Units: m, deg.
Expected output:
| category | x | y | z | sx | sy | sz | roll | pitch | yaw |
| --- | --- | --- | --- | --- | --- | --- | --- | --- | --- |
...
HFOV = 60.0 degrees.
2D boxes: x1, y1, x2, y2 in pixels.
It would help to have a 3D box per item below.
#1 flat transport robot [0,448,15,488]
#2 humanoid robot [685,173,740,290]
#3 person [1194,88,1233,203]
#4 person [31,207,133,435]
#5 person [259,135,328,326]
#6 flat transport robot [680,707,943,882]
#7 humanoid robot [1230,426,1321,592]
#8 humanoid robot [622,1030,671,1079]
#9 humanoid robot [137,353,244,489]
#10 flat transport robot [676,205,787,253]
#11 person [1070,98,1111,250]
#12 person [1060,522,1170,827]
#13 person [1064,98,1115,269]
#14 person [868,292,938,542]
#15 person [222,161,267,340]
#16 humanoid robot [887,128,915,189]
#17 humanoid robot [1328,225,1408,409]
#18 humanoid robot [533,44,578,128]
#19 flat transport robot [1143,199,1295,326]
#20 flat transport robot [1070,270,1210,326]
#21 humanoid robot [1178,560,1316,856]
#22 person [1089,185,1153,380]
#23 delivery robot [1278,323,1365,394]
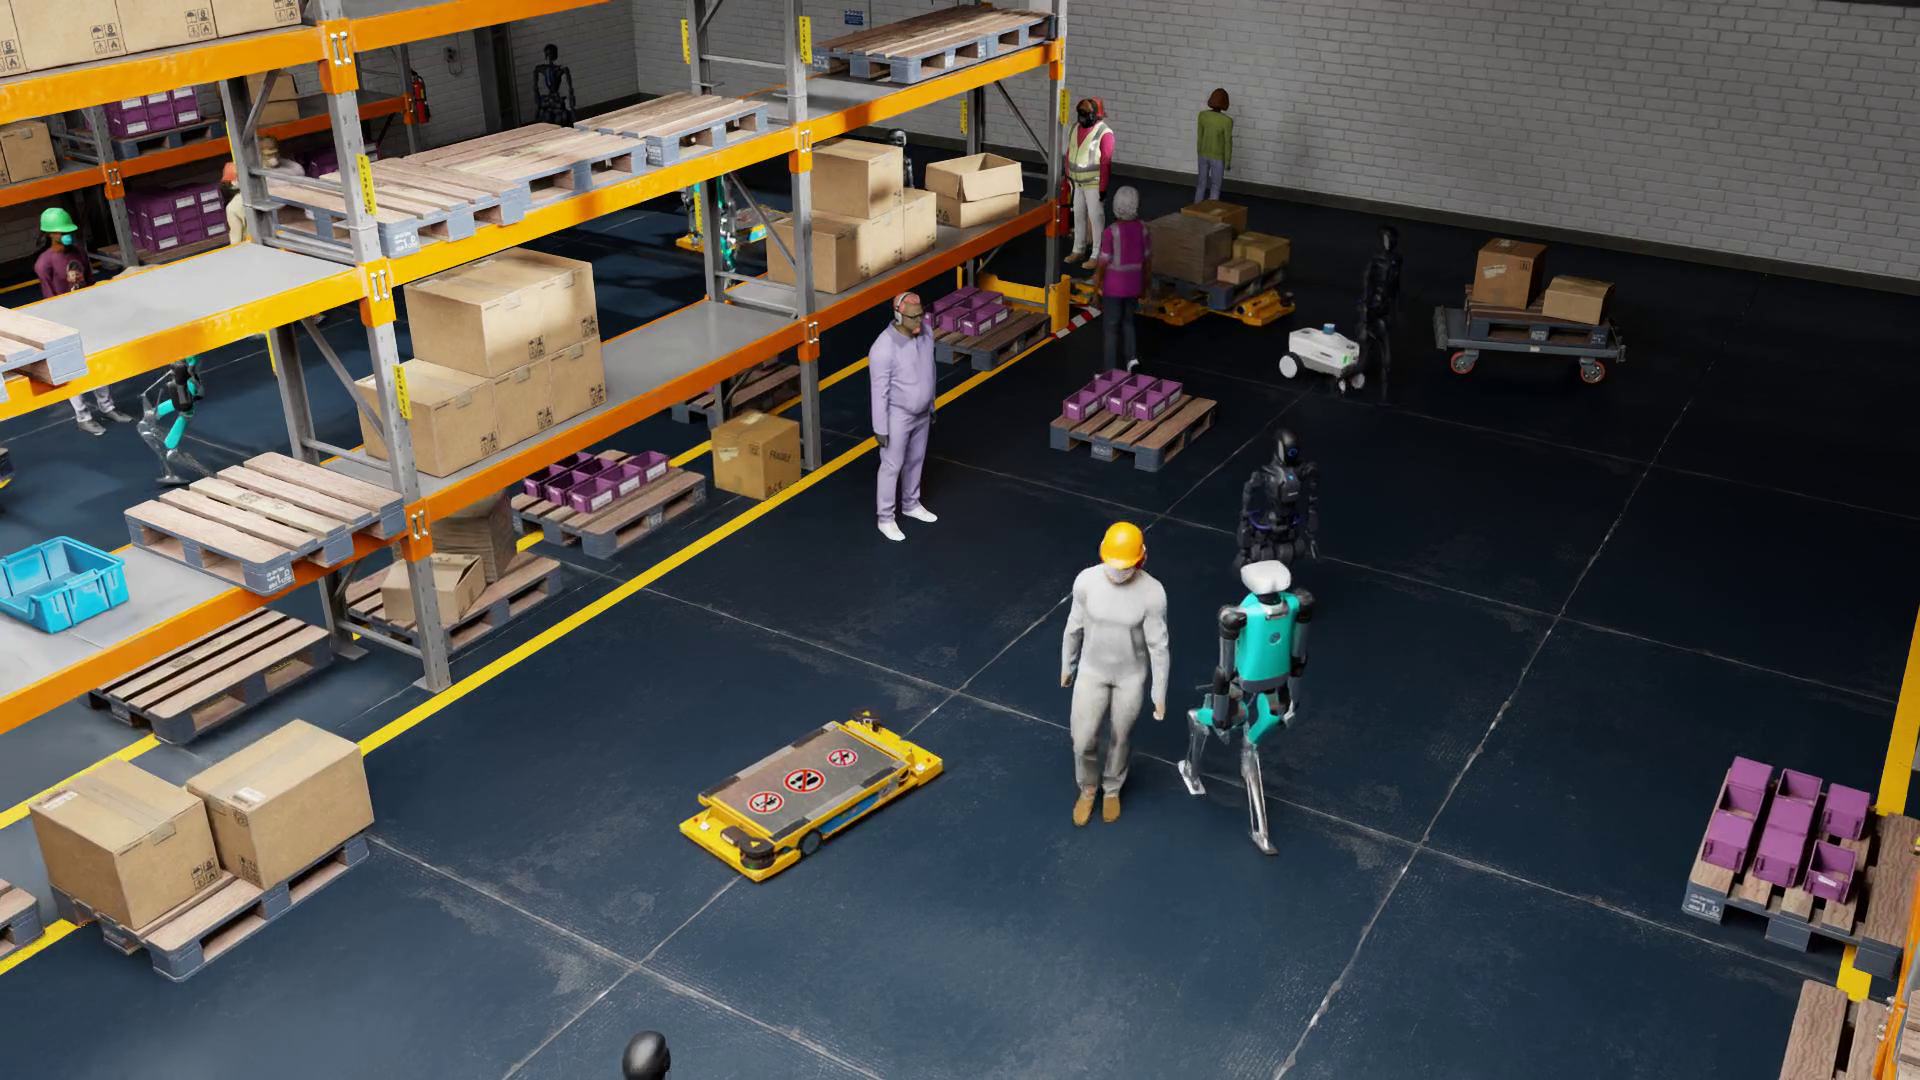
| category | x | y | z | sx | sy | sz | roll | pitch | yaw |
| --- | --- | --- | --- | --- | --- | --- | --- | --- | --- |
| flat transport robot | -8.029 | -0.243 | 12.677 | 0.659 | 0.231 | 1.431 | 4 | 27 | 8 |
| humanoid robot | -2.418 | -3.235 | 16.980 | 0.530 | 1.775 | 0.985 | 7 | 28 | 14 |
| person | 2.974 | -4.474 | 19.514 | 0.492 | 1.624 | 0.281 | 23 | 35 | 38 |
| person | -7.432 | -1.849 | 14.001 | 0.431 | 1.944 | 0.483 | 10 | 29 | 19 |
| person | -6.642 | -3.059 | 16.444 | 0.990 | 1.880 | 0.647 | 21 | 34 | 35 |
| flat transport robot | -0.821 | 1.414 | 9.412 | 0.659 | 0.231 | 1.431 | 23 | 35 | 38 |
| humanoid robot | 2.025 | 0.008 | 10.640 | 0.609 | 1.640 | 0.425 | -9 | 28 | -17 |
| humanoid robot | -1.053 | 2.430 | 5.909 | 0.590 | 1.637 | 0.761 | -3 | 27 | -6 |
| humanoid robot | -6.151 | -1.123 | 12.826 | 0.898 | 1.781 | 0.582 | -5 | 27 | -10 |
| flat transport robot | -2.553 | -3.594 | 19.280 | 0.659 | 0.231 | 1.431 | 19 | 32 | 32 |
| person | 1.457 | -4.122 | 18.714 | 0.397 | 1.713 | 0.585 | -14 | 30 | -26 |
| person | 0.832 | 0.738 | 8.968 | 0.599 | 1.877 | 0.485 | 6 | 27 | 11 |
| person | 1.379 | -3.888 | 18.137 | 0.432 | 1.836 | 0.617 | -24 | 36 | -39 |
| person | -0.388 | -0.917 | 12.221 | 0.402 | 1.895 | 0.659 | 18 | 32 | 31 |
| person | -6.825 | -2.793 | 16.066 | 0.333 | 1.749 | 0.574 | 8 | 28 | 15 |
| humanoid robot | -0.650 | -3.535 | 17.609 | 0.502 | 1.640 | 0.603 | -19 | 32 | -32 |
| humanoid robot | 3.624 | -1.965 | 14.536 | 0.594 | 1.642 | 0.662 | -23 | 35 | -37 |
| humanoid robot | -5.317 | -5.637 | 21.750 | 0.599 | 1.651 | 0.422 | 5 | 27 | 10 |
| flat transport robot | 2.671 | -2.515 | 17.154 | 1.431 | 0.231 | 0.659 | 22 | 34 | 36 |
| flat transport robot | 1.848 | -2.511 | 17.145 | 1.431 | 0.231 | 0.659 | 19 | 33 | 33 |
| humanoid robot | 1.469 | 0.779 | 9.068 | 0.556 | 1.766 | 0.977 | -9 | 28 | -18 |
| person | 1.446 | -2.263 | 14.933 | 0.607 | 1.828 | 0.449 | -11 | 29 | -20 |
| delivery robot | 3.330 | -1.687 | 15.217 | 0.499 | 0.606 | 0.790 | -20 | 33 | -34 |
